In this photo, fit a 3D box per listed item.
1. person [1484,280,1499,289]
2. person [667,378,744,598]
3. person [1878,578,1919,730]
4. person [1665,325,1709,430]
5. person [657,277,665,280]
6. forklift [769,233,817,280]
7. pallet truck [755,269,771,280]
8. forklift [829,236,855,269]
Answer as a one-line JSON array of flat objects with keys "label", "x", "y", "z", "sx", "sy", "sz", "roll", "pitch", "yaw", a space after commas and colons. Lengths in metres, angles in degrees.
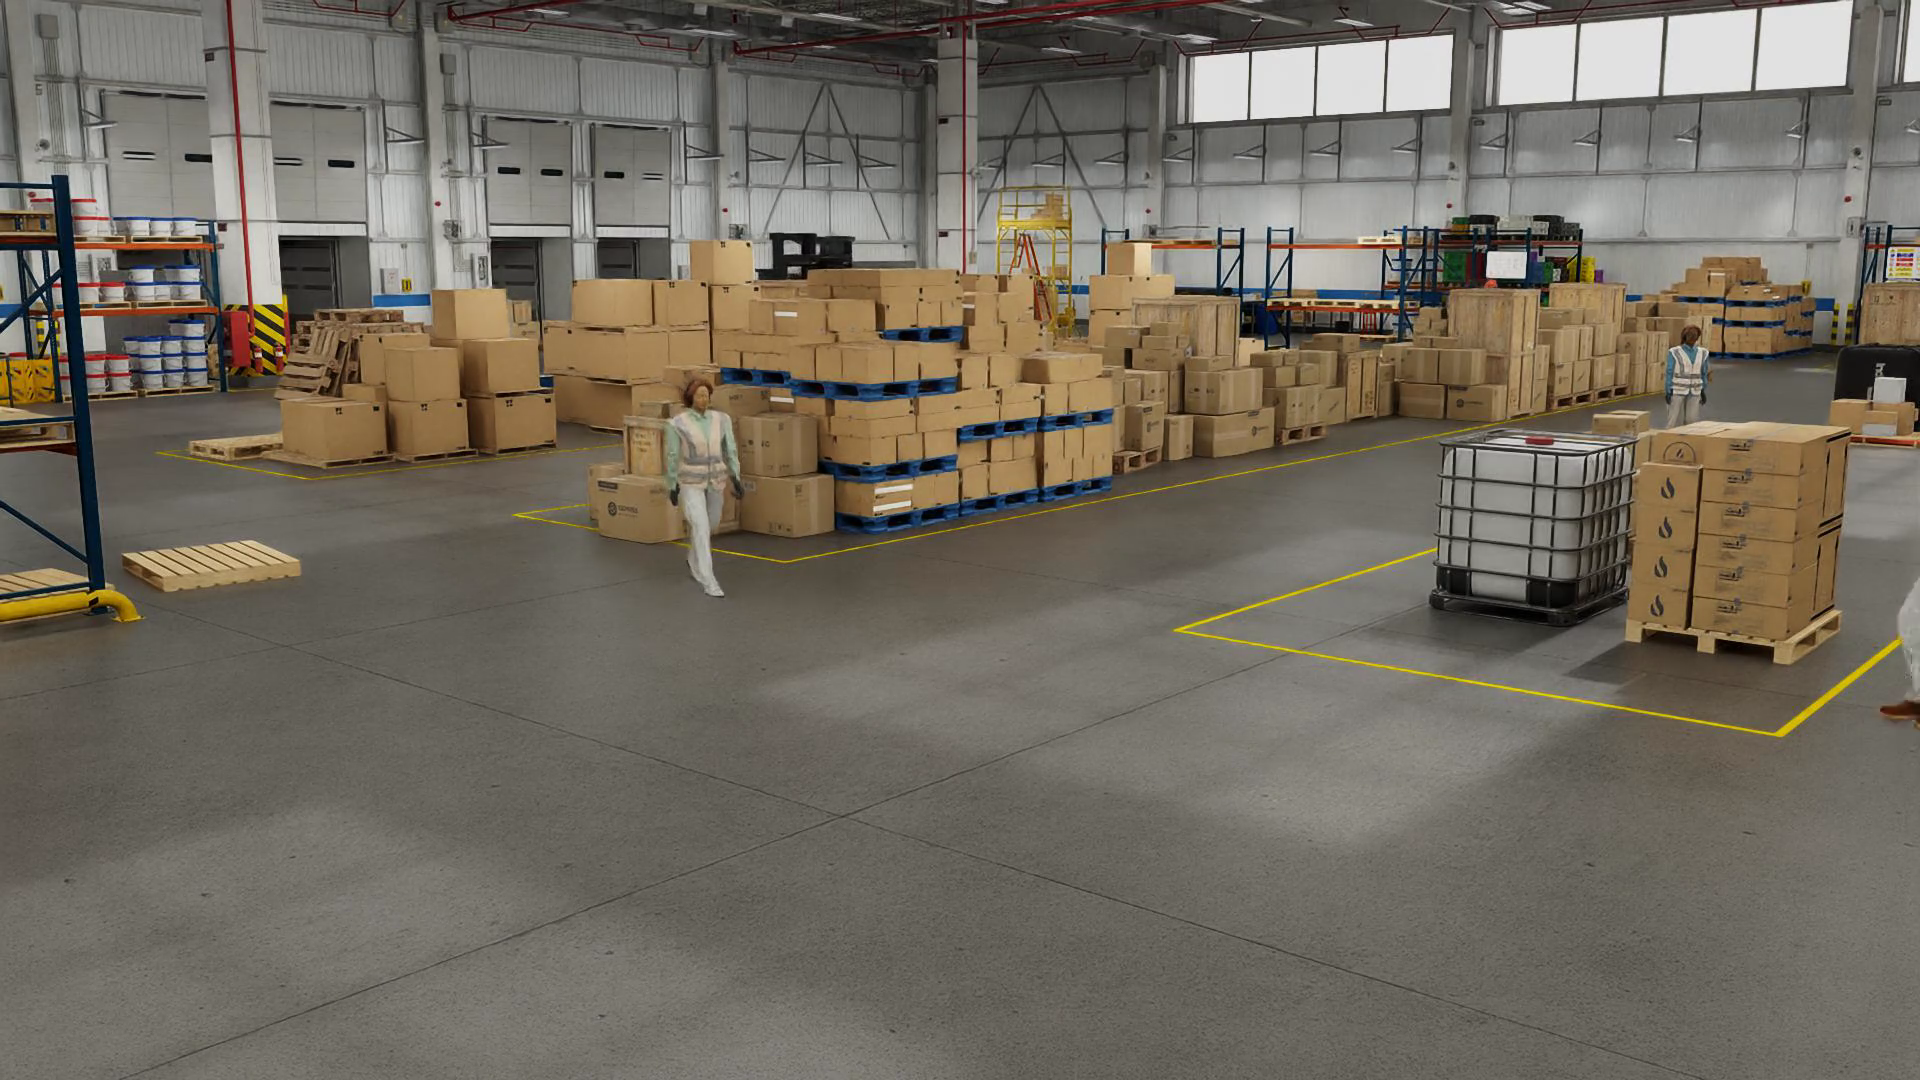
[{"label": "person", "x": 10.933, "y": -4.405, "z": 34.282, "sx": 0.978, "sy": 1.882, "sz": 0.565, "roll": 4, "pitch": 11, "yaw": 23}, {"label": "person", "x": -1.942, "y": -0.418, "z": 12.400, "sx": 0.522, "sy": 1.607, "sz": 0.814, "roll": -6, "pitch": 12, "yaw": -33}, {"label": "person", "x": 5.082, "y": 0.114, "z": 8.661, "sx": 0.630, "sy": 1.853, "sz": 0.648, "roll": 6, "pitch": 12, "yaw": 33}, {"label": "person", "x": 8.644, "y": -1.741, "z": 19.826, "sx": 0.513, "sy": 1.645, "sz": 0.307, "roll": 0, "pitch": 10, "yaw": -3}, {"label": "person", "x": -6.437, "y": -4.712, "z": 35.949, "sx": 0.636, "sy": 1.928, "sz": 0.391, "roll": -5, "pitch": 11, "yaw": -25}, {"label": "forklift", "x": -3.099, "y": -4.334, "z": 31.069, "sx": 1.873, "sy": 2.768, "sz": 1.129, "roll": 8, "pitch": 13, "yaw": 40}, {"label": "pallet truck", "x": -4.996, "y": -6.432, "z": 45.525, "sx": 1.885, "sy": 1.965, "sz": 0.823, "roll": -6, "pitch": 12, "yaw": -32}, {"label": "forklift", "x": -2.792, "y": -5.840, "z": 39.643, "sx": 1.873, "sy": 2.768, "sz": 1.129, "roll": 2, "pitch": 10, "yaw": 14}]
